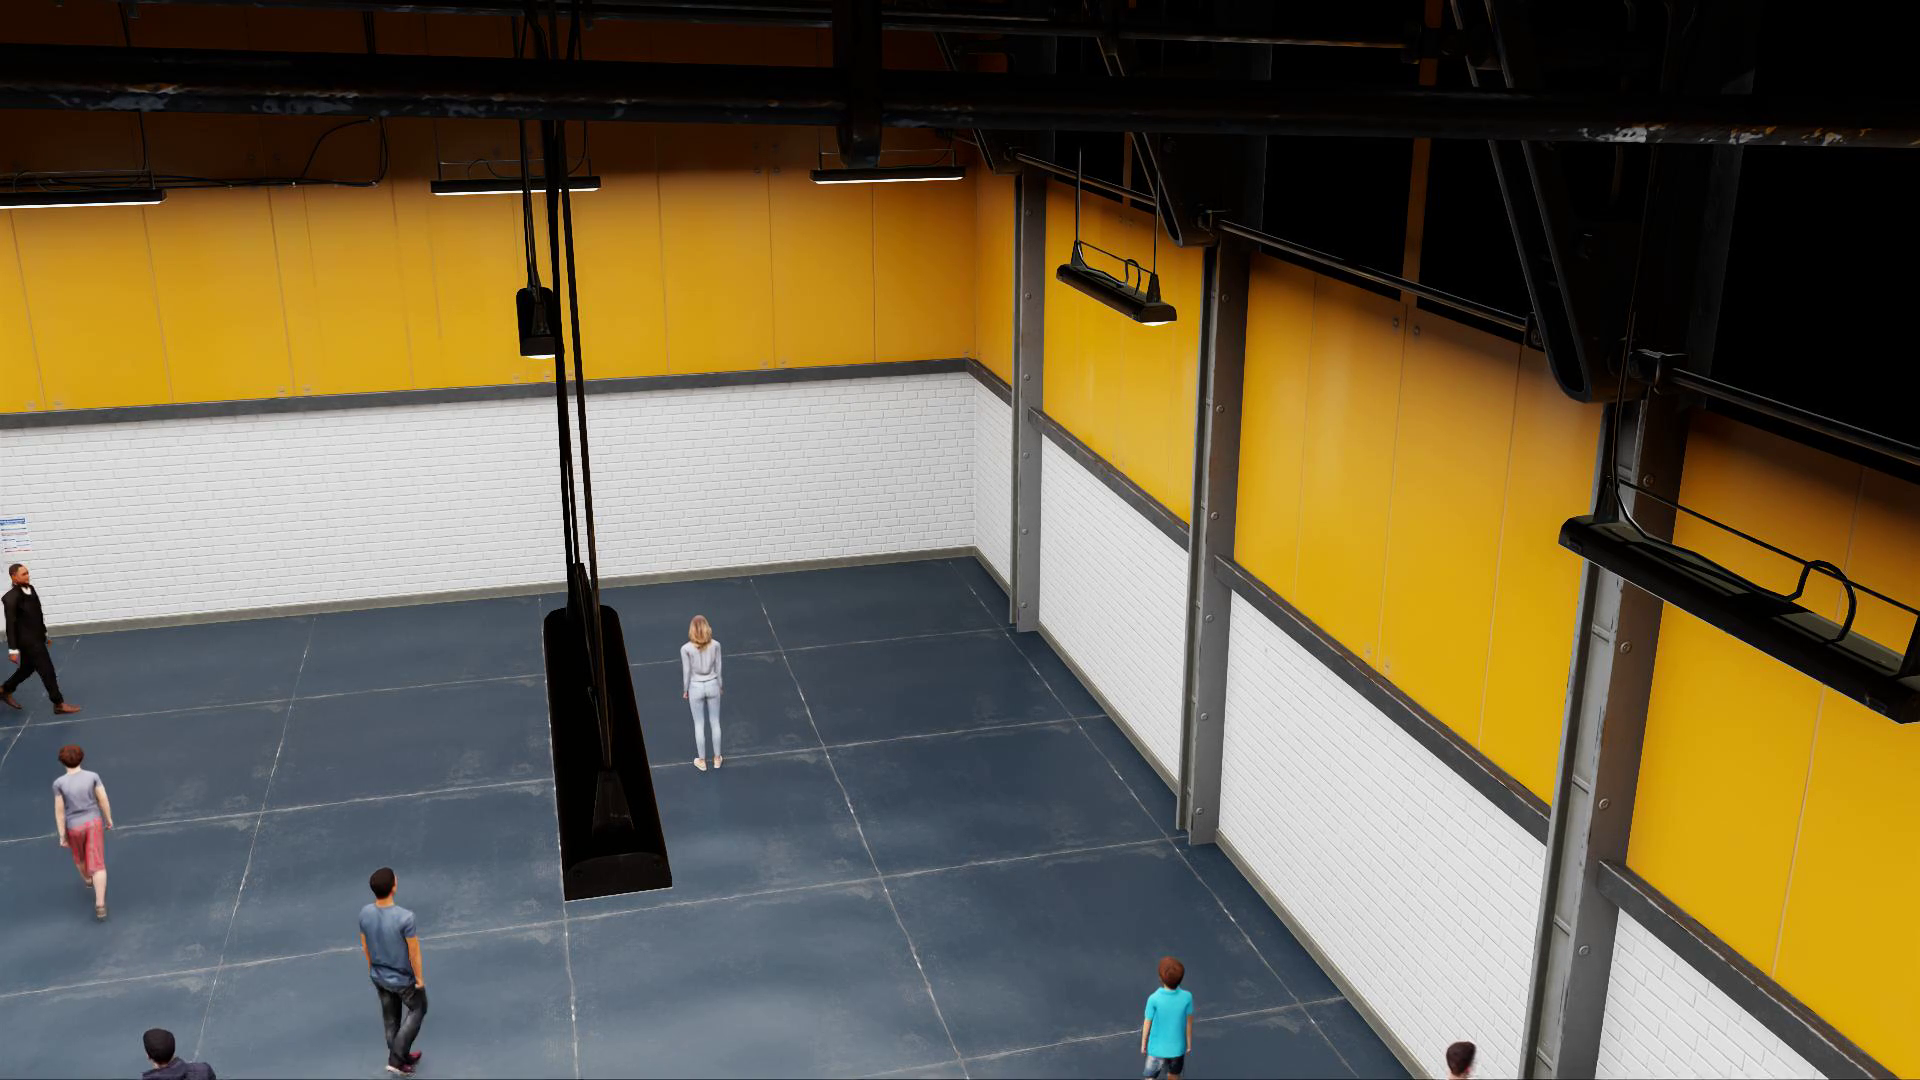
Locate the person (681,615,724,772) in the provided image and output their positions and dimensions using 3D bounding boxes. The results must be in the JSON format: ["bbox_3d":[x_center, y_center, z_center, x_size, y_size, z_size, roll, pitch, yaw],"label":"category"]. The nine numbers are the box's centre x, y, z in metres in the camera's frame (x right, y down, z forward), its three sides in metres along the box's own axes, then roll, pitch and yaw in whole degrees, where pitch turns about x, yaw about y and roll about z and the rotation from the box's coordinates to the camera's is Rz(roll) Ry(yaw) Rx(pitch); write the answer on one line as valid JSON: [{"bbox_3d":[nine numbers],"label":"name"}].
[{"bbox_3d":[-2.803,1.661,18.218,0.597,1.796,0.519,-6,20,-18],"label":"person"}]

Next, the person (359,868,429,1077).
[{"bbox_3d":[-4.447,3.426,12.965,0.835,1.802,0.889,5,19,13],"label":"person"}]

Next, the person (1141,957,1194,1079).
[{"bbox_3d":[1.560,3.792,12.454,0.580,1.436,0.837,-3,19,-9],"label":"person"}]

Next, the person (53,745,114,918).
[{"bbox_3d":[-8.086,2.714,15.381,0.823,1.609,1.202,-11,21,-28],"label":"person"}]

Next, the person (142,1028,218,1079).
[{"bbox_3d":[-5.040,4.072,10.928,0.928,1.877,1.069,-16,25,-40],"label":"person"}]

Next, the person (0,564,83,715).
[{"bbox_3d":[-11.006,1.189,19.509,0.990,1.865,1.309,-1,19,-1],"label":"person"}]
